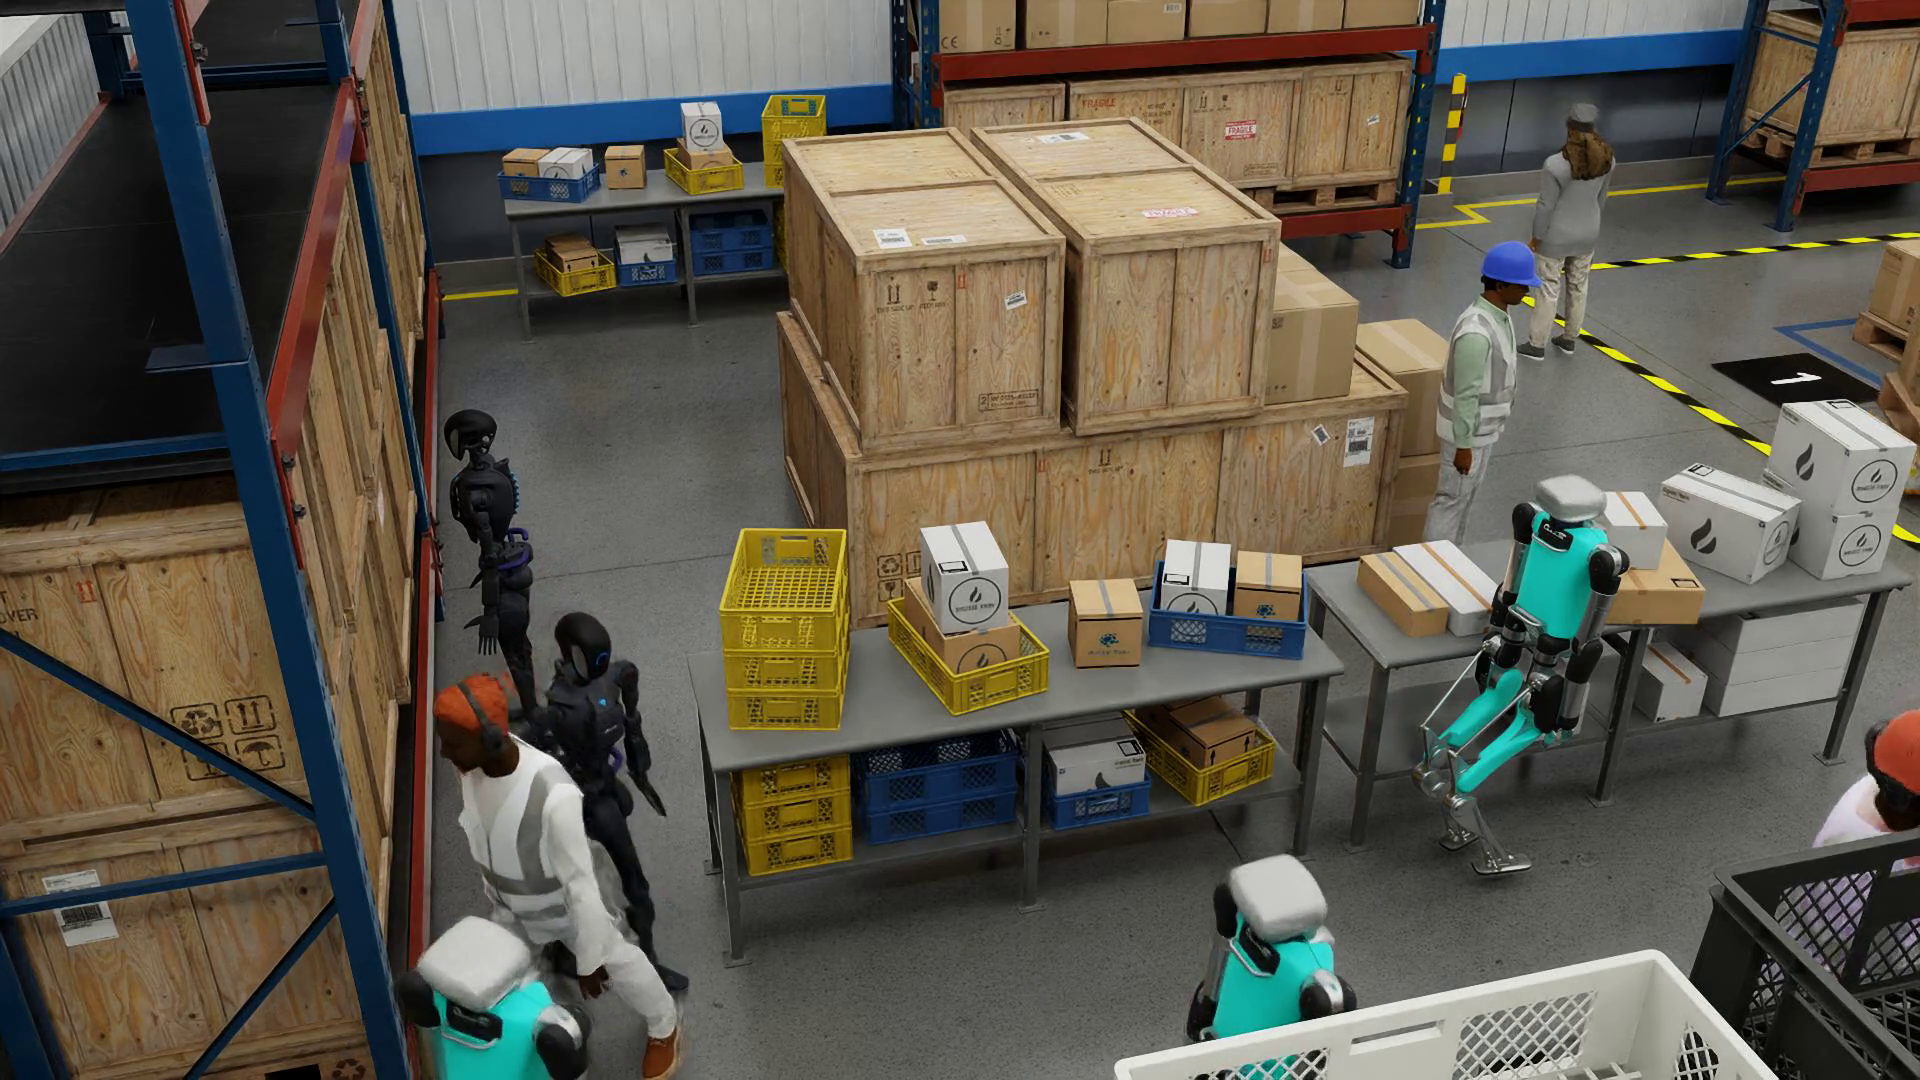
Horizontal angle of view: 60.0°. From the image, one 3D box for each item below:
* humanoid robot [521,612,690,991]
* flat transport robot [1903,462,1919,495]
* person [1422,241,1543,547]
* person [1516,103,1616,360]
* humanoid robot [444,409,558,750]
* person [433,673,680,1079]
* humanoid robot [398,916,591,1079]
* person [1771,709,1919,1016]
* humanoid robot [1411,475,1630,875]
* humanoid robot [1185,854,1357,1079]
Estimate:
[{"bbox_3d":[-1.333,0.950,5.948,0.636,1.626,0.601,19,34,30],"label":"humanoid robot"},{"bbox_3d":[5.957,-0.447,9.899,1.431,0.197,0.652,6,29,11],"label":"flat transport robot"},{"bbox_3d":[2.618,-0.583,8.450,0.408,1.940,0.603,15,32,25],"label":"person"},{"bbox_3d":[4.137,-2.088,11.352,0.564,1.765,0.399,-10,31,-18],"label":"person"},{"bbox_3d":[-2.023,0.192,7.292,0.315,1.657,0.599,-6,29,-11],"label":"humanoid robot"},{"bbox_3d":[-1.361,1.189,5.359,0.658,1.822,1.032,20,34,31],"label":"person"},{"bbox_3d":[-1.263,1.867,4.263,0.530,1.834,0.756,12,31,21],"label":"humanoid robot"},{"bbox_3d":[2.587,1.335,4.876,0.403,2.030,0.619,21,35,33],"label":"person"},{"bbox_3d":[2.058,0.569,6.424,0.735,1.676,0.533,-12,31,-21],"label":"humanoid robot"},{"bbox_3d":[0.573,1.692,4.537,0.817,1.792,0.530,-12,31,-20],"label":"humanoid robot"}]
